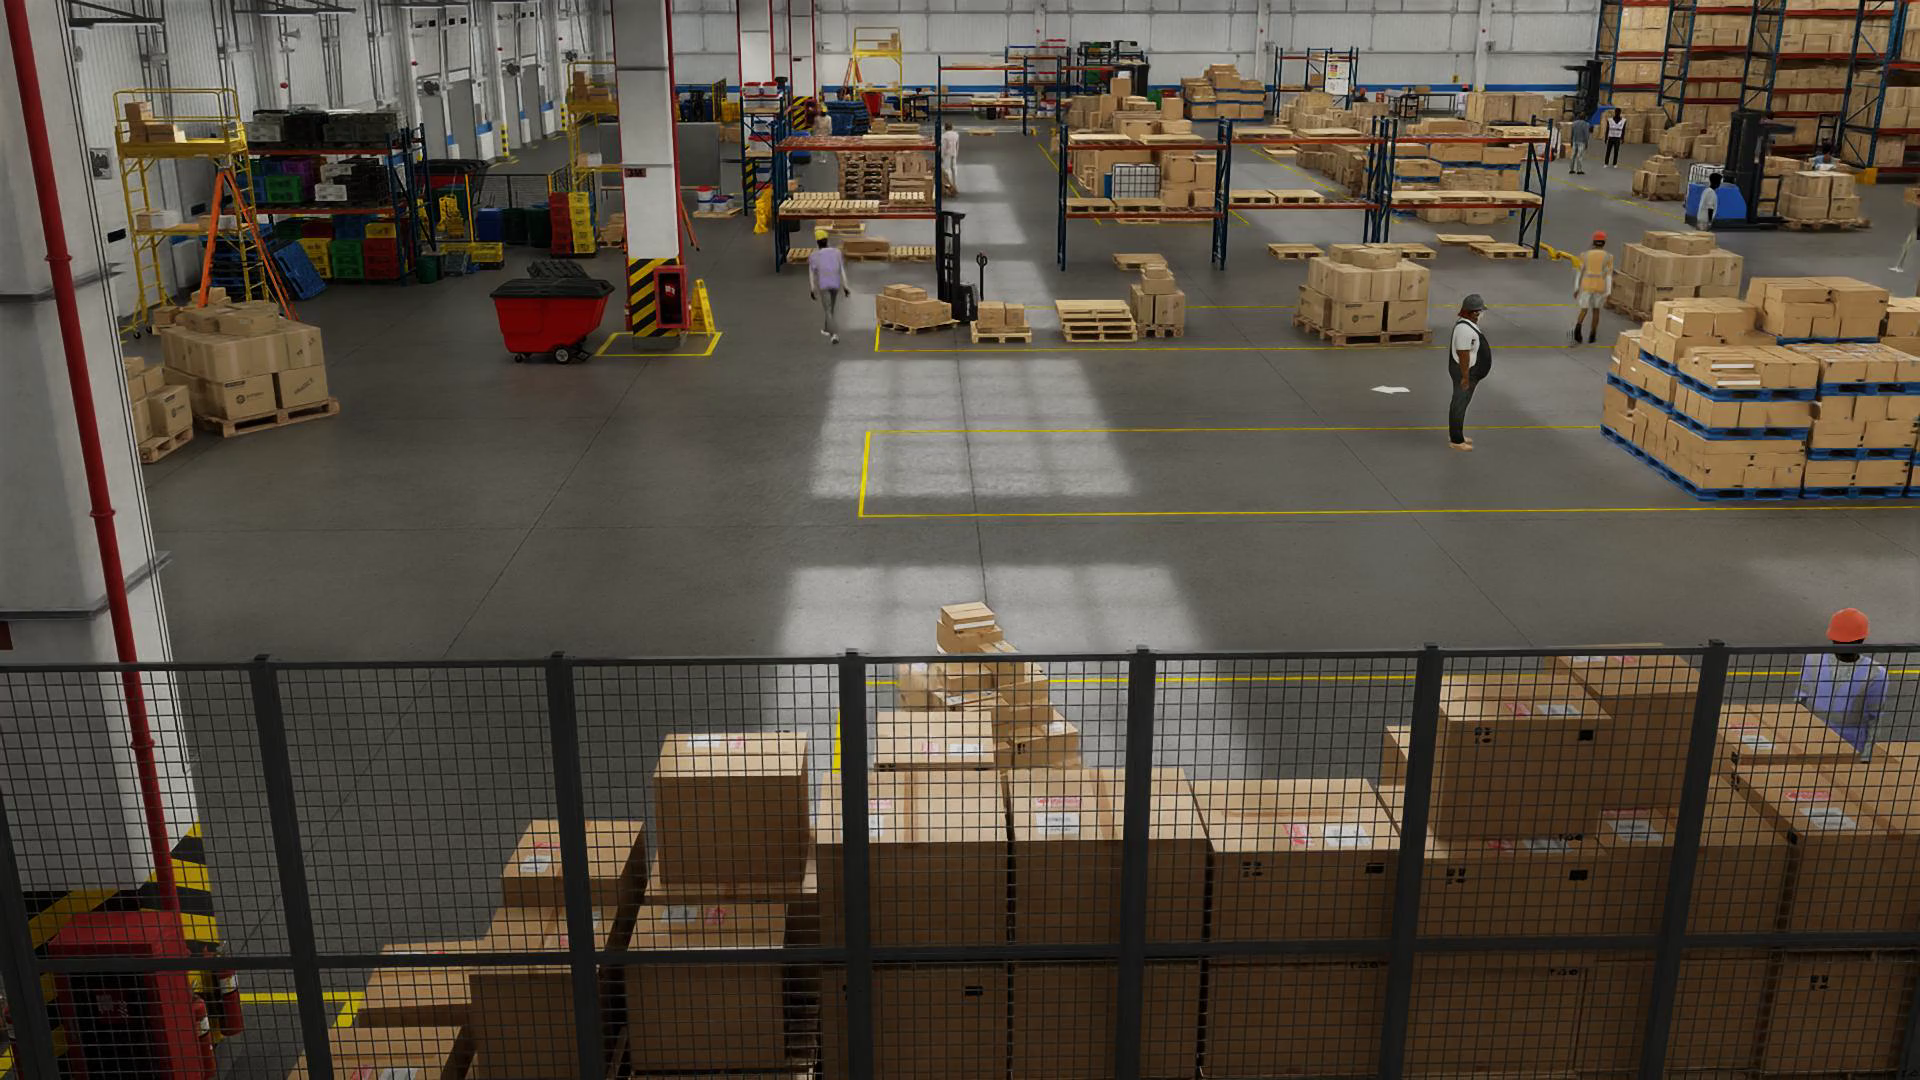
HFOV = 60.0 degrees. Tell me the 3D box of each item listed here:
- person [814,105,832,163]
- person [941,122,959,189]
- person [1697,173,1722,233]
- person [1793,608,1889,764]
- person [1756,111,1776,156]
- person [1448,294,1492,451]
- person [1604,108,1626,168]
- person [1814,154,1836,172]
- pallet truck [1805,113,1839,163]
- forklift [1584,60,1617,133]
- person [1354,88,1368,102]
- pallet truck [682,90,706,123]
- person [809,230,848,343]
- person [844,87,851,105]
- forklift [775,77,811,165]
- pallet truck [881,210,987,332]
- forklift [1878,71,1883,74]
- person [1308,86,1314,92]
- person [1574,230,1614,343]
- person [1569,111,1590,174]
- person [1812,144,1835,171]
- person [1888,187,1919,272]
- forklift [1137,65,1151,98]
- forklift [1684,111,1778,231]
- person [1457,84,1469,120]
[{"bbox_3d":[-4.568,-13.558,55.599,0.613,1.900,0.649,-3,19,-10],"label":"person"},{"bbox_3d":[-0.310,-11.266,48.753,0.628,1.935,0.373,-15,24,-38],"label":"person"},{"bbox_3d":[16.102,-6.922,35.842,0.394,1.958,0.599,2,19,7],"label":"person"},{"bbox_3d":[5.888,1.370,11.258,0.552,1.935,0.365,17,25,41],"label":"person"},{"bbox_3d":[26.454,-13.076,54.327,0.914,1.803,0.632,3,19,8],"label":"person"},{"bbox_3d":[6.641,-2.199,21.687,0.536,2.000,0.677,5,19,14],"label":"person"},{"bbox_3d":[21.361,-13.119,54.274,0.596,1.915,0.374,5,19,15],"label":"person"},{"bbox_3d":[22.326,-9.161,43.014,0.527,1.605,0.810,8,20,22],"label":"person"},{"bbox_3d":[26.403,-11.957,50.702,0.823,1.965,1.885,6,19,16],"label":"pallet truck"},{"bbox_3d":[25.104,-17.621,66.146,1.873,2.768,1.129,-1,19,-2],"label":"forklift"},{"bbox_3d":[15.345,-16.245,63.469,0.659,1.958,0.855,-6,20,-18],"label":"person"},{"bbox_3d":[-9.671,-15.907,62.421,0.823,1.965,1.885,5,19,15],"label":"pallet truck"},{"bbox_3d":[-2.215,-4.310,28.248,0.623,1.862,0.987,-9,20,-24],"label":"person"},{"bbox_3d":[-4.612,-17.683,68.151,0.320,1.698,0.531,-6,20,-18],"label":"person"},{"bbox_3d":[-5.920,-13.893,55.085,1.873,2.768,1.129,-1,19,-1],"label":"forklift"},{"bbox_3d":[-0.493,-4.759,29.349,1.885,1.965,0.823,-13,23,-34],"label":"pallet truck"},{"bbox_3d":[32.120,-15.168,58.869,1.129,2.768,1.873,-1,19,-1],"label":"forklift"},{"bbox_3d":[13.655,-16.874,65.407,0.711,1.923,0.642,5,19,15],"label":"person"},{"bbox_3d":[10.605,-4.221,27.896,0.576,1.907,0.708,10,21,27],"label":"person"},{"bbox_3d":[19.546,-12.528,52.491,0.351,1.936,0.635,-13,23,-34],"label":"person"},{"bbox_3d":[23.237,-9.813,44.812,0.550,1.683,0.366,9,21,25],"label":"person"},{"bbox_3d":[20.067,-6.467,34.685,0.521,1.838,0.929,-14,23,-35],"label":"person"},{"bbox_3d":[6.899,-16.526,62.896,1.873,2.768,1.129,4,19,13],"label":"forklift"},{"bbox_3d":[19.028,-9.048,40.714,1.873,2.768,1.129,-1,19,-2],"label":"forklift"},{"bbox_3d":[20.065,-17.203,66.365,0.377,1.932,0.548,-10,21,-26],"label":"person"}]
